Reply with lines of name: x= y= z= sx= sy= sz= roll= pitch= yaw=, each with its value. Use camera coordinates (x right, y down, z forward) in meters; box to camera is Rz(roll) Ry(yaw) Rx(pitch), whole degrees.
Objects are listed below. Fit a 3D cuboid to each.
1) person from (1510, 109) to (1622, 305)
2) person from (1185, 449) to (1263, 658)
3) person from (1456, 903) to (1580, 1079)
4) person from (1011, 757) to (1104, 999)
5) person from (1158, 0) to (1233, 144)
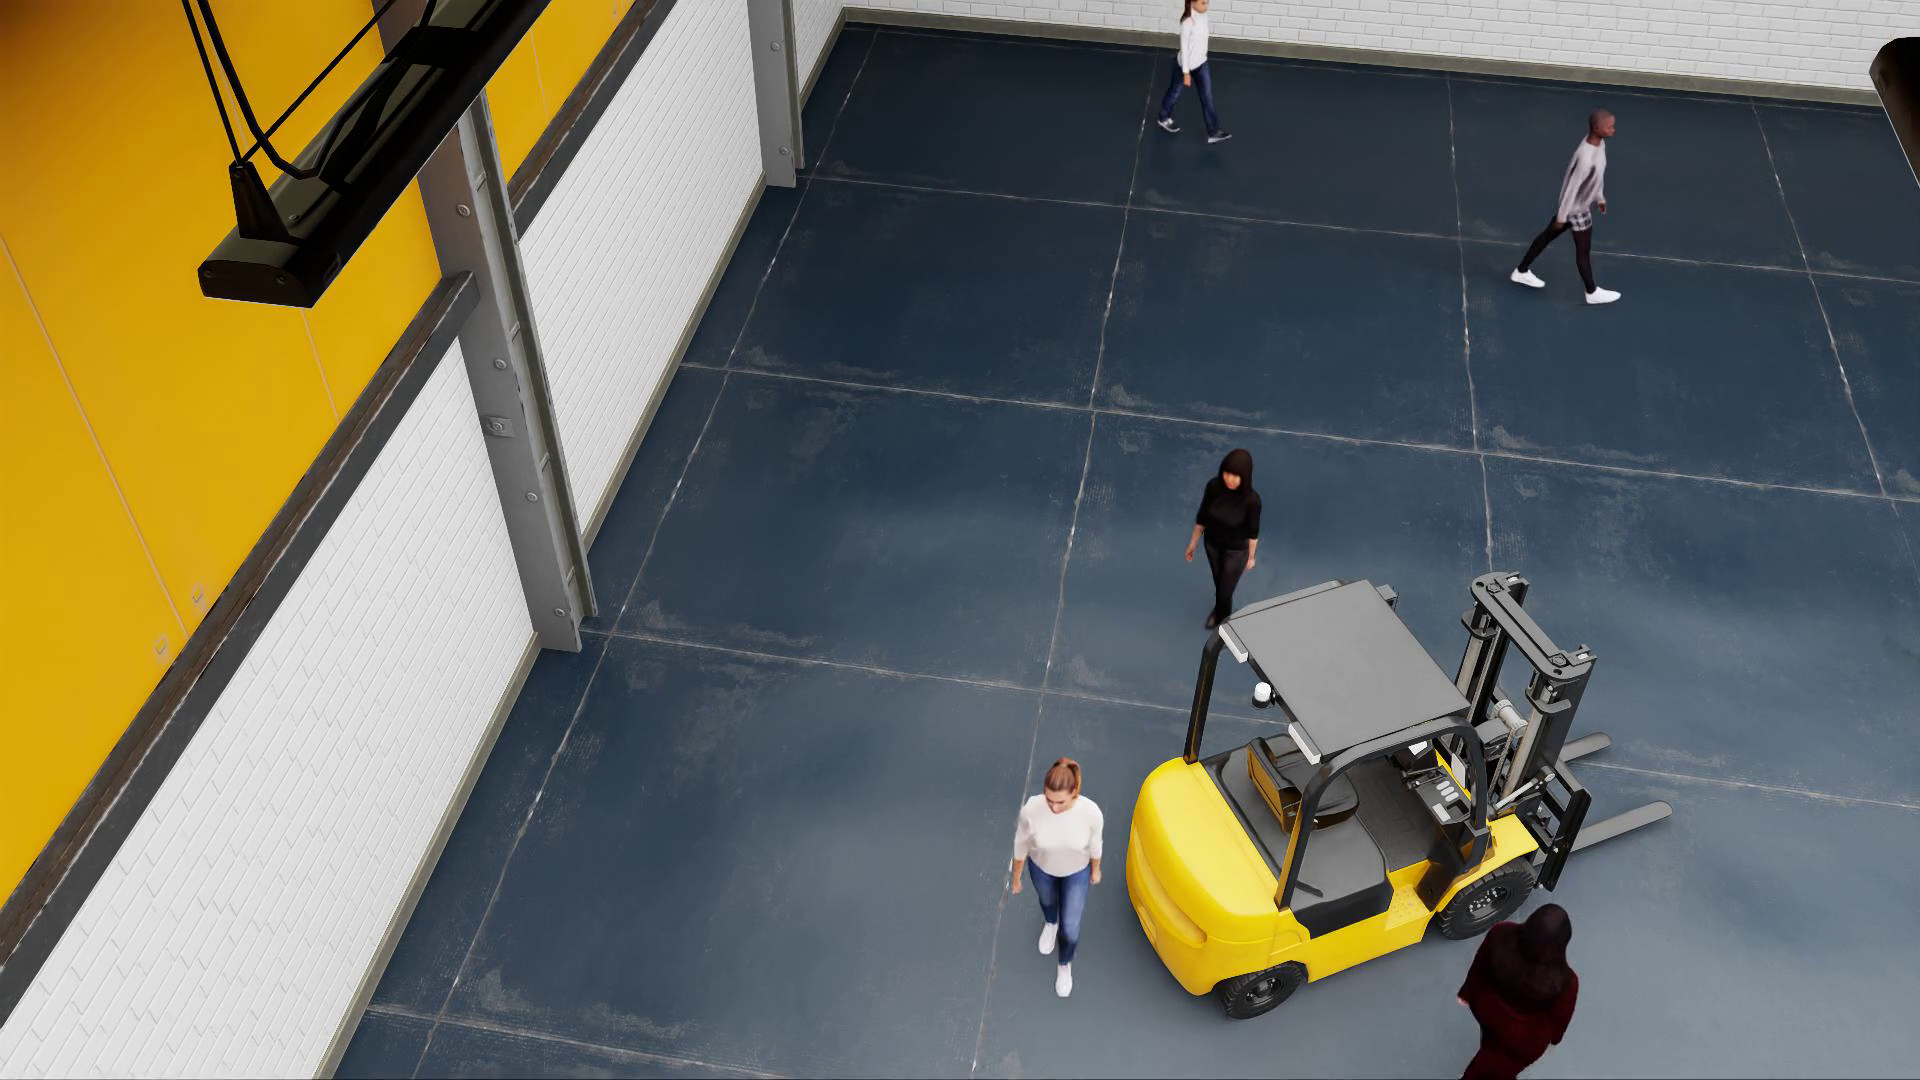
person: x=5.006 y=-2.788 z=13.802 sx=0.874 sy=1.729 sz=1.136 roll=17 pitch=46 yaw=17
person: x=1.793 y=-0.012 z=10.964 sx=0.746 sy=1.624 sz=0.857 roll=28 pitch=50 yaw=27
person: x=2.686 y=2.448 z=8.316 sx=1.191 sy=1.714 sz=1.107 roll=-28 pitch=50 yaw=-27
person: x=0.553 y=1.722 z=9.087 sx=0.636 sy=1.701 sz=0.745 roll=9 pitch=44 yaw=9
person: x=2.122 y=-4.533 z=15.789 sx=1.043 sy=1.513 sz=1.035 roll=-31 pitch=52 yaw=-29
